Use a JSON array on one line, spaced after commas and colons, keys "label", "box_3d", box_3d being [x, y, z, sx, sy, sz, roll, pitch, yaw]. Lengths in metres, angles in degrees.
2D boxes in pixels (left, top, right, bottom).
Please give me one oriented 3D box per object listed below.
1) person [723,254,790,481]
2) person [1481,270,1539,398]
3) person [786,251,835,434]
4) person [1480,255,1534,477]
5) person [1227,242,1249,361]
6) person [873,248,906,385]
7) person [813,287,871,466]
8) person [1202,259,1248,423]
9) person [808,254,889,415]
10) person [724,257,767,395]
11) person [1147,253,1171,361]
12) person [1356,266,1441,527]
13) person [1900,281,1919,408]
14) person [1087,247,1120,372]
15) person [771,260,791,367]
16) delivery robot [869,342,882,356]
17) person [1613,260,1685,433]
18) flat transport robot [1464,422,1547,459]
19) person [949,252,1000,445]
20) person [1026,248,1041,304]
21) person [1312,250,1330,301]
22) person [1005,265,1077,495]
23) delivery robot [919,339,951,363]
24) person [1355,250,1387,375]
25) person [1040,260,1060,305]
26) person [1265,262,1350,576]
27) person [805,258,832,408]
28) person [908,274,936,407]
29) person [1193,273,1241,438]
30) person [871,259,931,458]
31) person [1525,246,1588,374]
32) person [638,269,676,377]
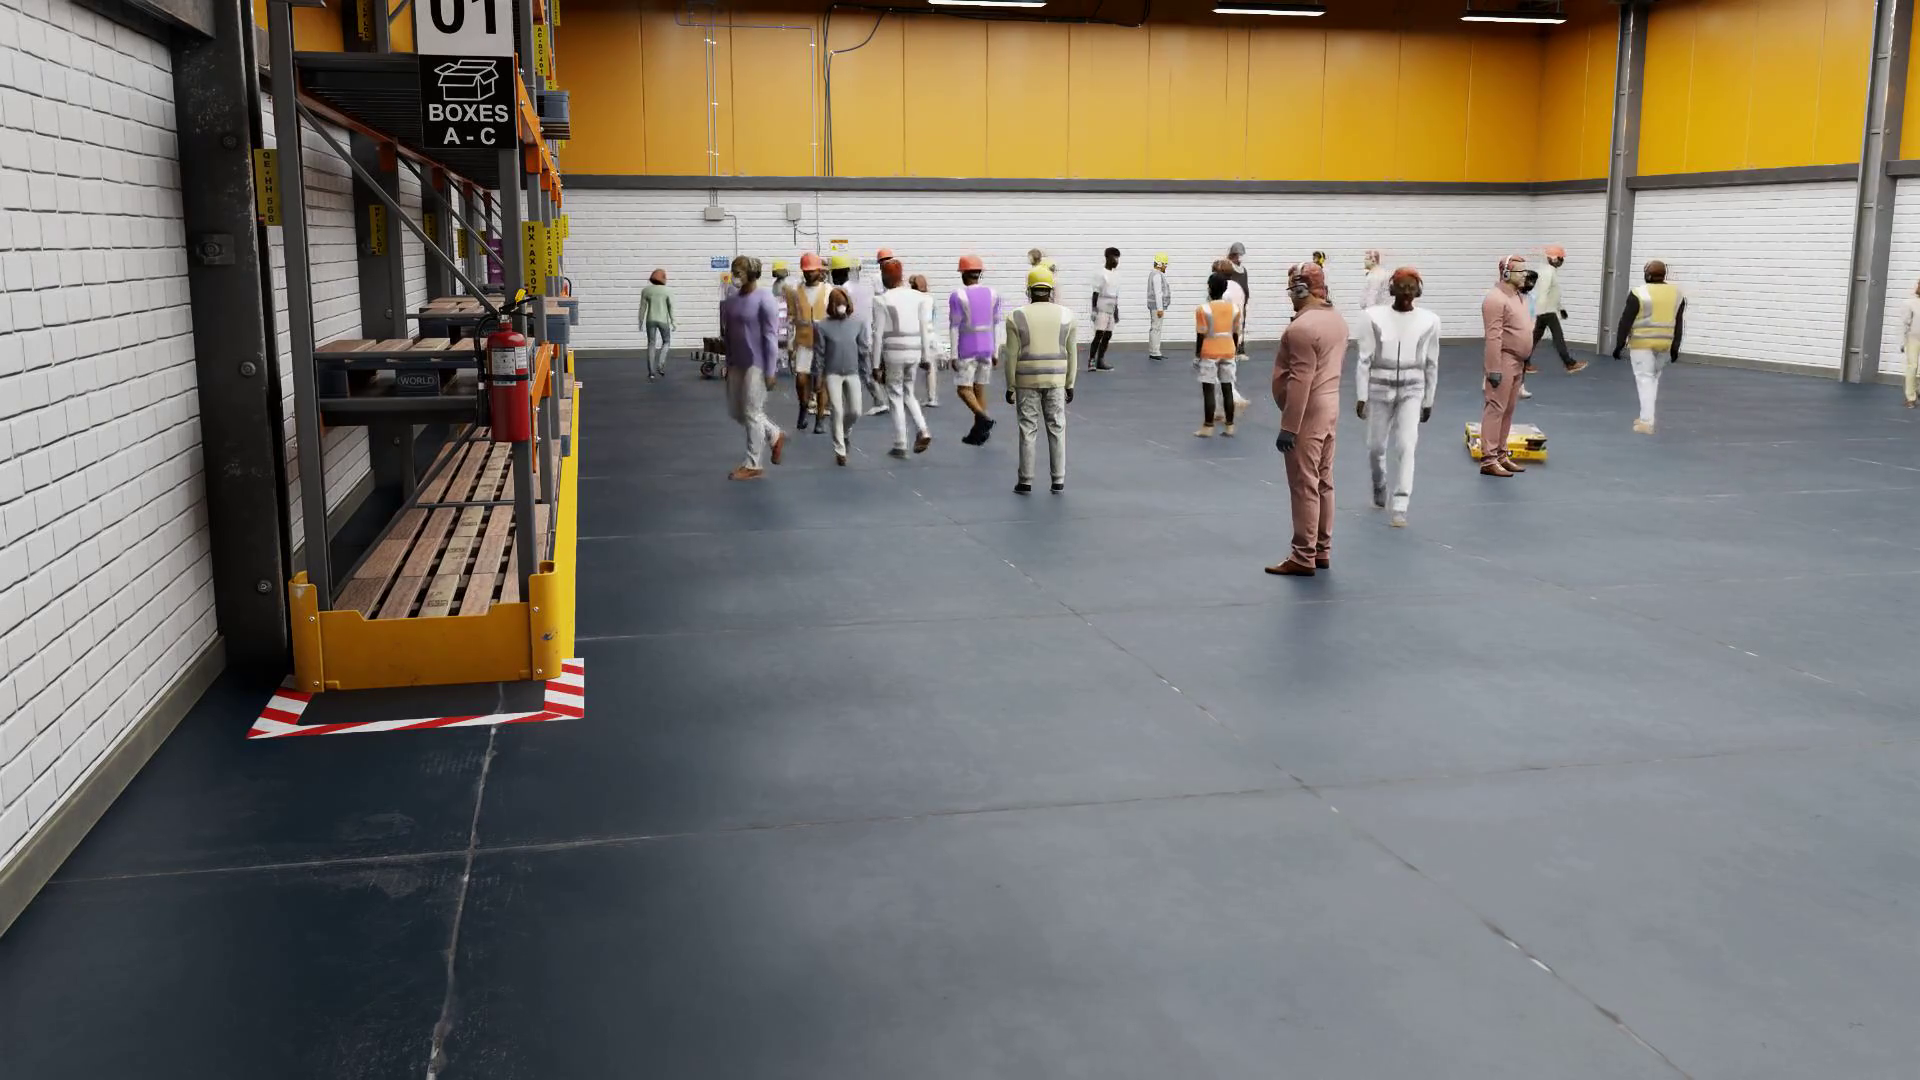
[{"label": "person", "box_3d": [-1.742, -1.479, 14.243, 0.640, 1.923, 0.651, 10, 14, 43]}, {"label": "person", "box_3d": [7.203, -2.694, 21.679, 0.564, 1.659, 0.742, -4, 11, -23]}, {"label": "person", "box_3d": [-1.547, -2.071, 17.503, 0.555, 1.921, 0.443, -1, 10, -3]}, {"label": "person", "box_3d": [4.757, -1.511, 14.450, 0.409, 1.907, 0.651, 7, 12, 35]}, {"label": "person", "box_3d": [4.542, -4.057, 28.185, 0.683, 2.000, 0.823, -7, 13, -36]}, {"label": "person", "box_3d": [-1.023, -3.159, 23.524, 0.542, 1.927, 0.380, -8, 13, -39]}, {"label": "person", "box_3d": [-1.094, -1.496, 15.151, 0.525, 1.616, 0.506, -3, 11, -18]}, {"label": "person", "box_3d": [2.950, -2.187, 18.426, 0.534, 1.830, 0.637, 8, 13, 37]}, {"label": "person", "box_3d": [-1.278, -2.364, 19.282, 0.978, 1.882, 0.593, 3, 11, 14]}, {"label": "person", "box_3d": [-2.693, -2.758, 21.645, 0.825, 1.804, 0.653, 5, 12, 27]}, {"label": "person", "box_3d": [3.354, -3.927, 28.067, 0.403, 1.823, 0.586, 0, 10, -2]}, {"label": "person", "box_3d": [3.175, -1.061, 12.104, 0.578, 1.862, 0.802, 3, 11, 14]}, {"label": "person", "box_3d": [11.658, -2.393, 20.140, 0.531, 1.617, 0.411, 3, 11, 15]}, {"label": "person", "box_3d": [2.251, -3.577, 25.856, 0.373, 1.936, 0.713, 7, 12, 35]}, {"label": "person", "box_3d": [-2.812, -3.618, 26.637, 0.531, 1.729, 0.488, -7, 12, -34]}, {"label": "delivery robot", "box_3d": [-1.170, -3.038, 26.397, 0.477, 0.478, 0.707, -5, 11, -26]}, {"label": "person", "box_3d": [7.285, -2.062, 17.747, 0.641, 1.816, 0.747, -2, 10, -12]}, {"label": "flat transport robot", "box_3d": [5.216, -0.964, 15.949, 0.652, 0.197, 1.431, 2, 11, 13]}, {"label": "person", "box_3d": [0.179, -1.857, 16.356, 0.554, 1.921, 0.653, -5, 12, -28]}, {"label": "person", "box_3d": [1.339, -3.842, 27.362, 0.890, 1.915, 0.650, -2, 10, -11]}, {"label": "person", "box_3d": [6.342, -4.166, 29.304, 0.579, 1.855, 0.537, -4, 11, -19]}, {"label": "person", "box_3d": [0.639, -1.267, 13.303, 0.590, 1.833, 0.404, -2, 10, -10]}, {"label": "delivery robot", "box_3d": [-0.466, -2.996, 26.162, 0.707, 0.478, 0.477, 5, 11, 26]}, {"label": "person", "box_3d": [6.206, -3.424, 25.118, 0.488, 1.890, 0.650, 1, 10, 8]}, {"label": "person", "box_3d": [1.352, -3.347, 25.107, 0.437, 1.723, 0.584, -1, 10, -6]}, {"label": "person", "box_3d": [2.100, -0.731, 10.148, 0.407, 1.902, 0.639, 7, 12, 33]}, {"label": "person", "box_3d": [-1.771, -2.521, 20.318, 0.521, 1.819, 0.491, -9, 14, -41]}, {"label": "person", "box_3d": [-0.550, -2.441, 20.410, 0.687, 1.613, 0.548, 10, 14, 43]}, {"label": "person", "box_3d": [2.645, -1.894, 17.153, 0.540, 1.695, 0.317, -5, 11, -24]}, {"label": "person", "box_3d": [-0.546, -1.675, 15.503, 0.615, 1.863, 0.484, -8, 13, -38]}, {"label": "person", "box_3d": [9.071, -3.501, 25.370, 1.034, 1.933, 0.607, 3, 11, 16]}, {"label": "person", "box_3d": [-4.514, -3.231, 24.778, 0.619, 1.604, 0.507, 1, 10, 6]}]
